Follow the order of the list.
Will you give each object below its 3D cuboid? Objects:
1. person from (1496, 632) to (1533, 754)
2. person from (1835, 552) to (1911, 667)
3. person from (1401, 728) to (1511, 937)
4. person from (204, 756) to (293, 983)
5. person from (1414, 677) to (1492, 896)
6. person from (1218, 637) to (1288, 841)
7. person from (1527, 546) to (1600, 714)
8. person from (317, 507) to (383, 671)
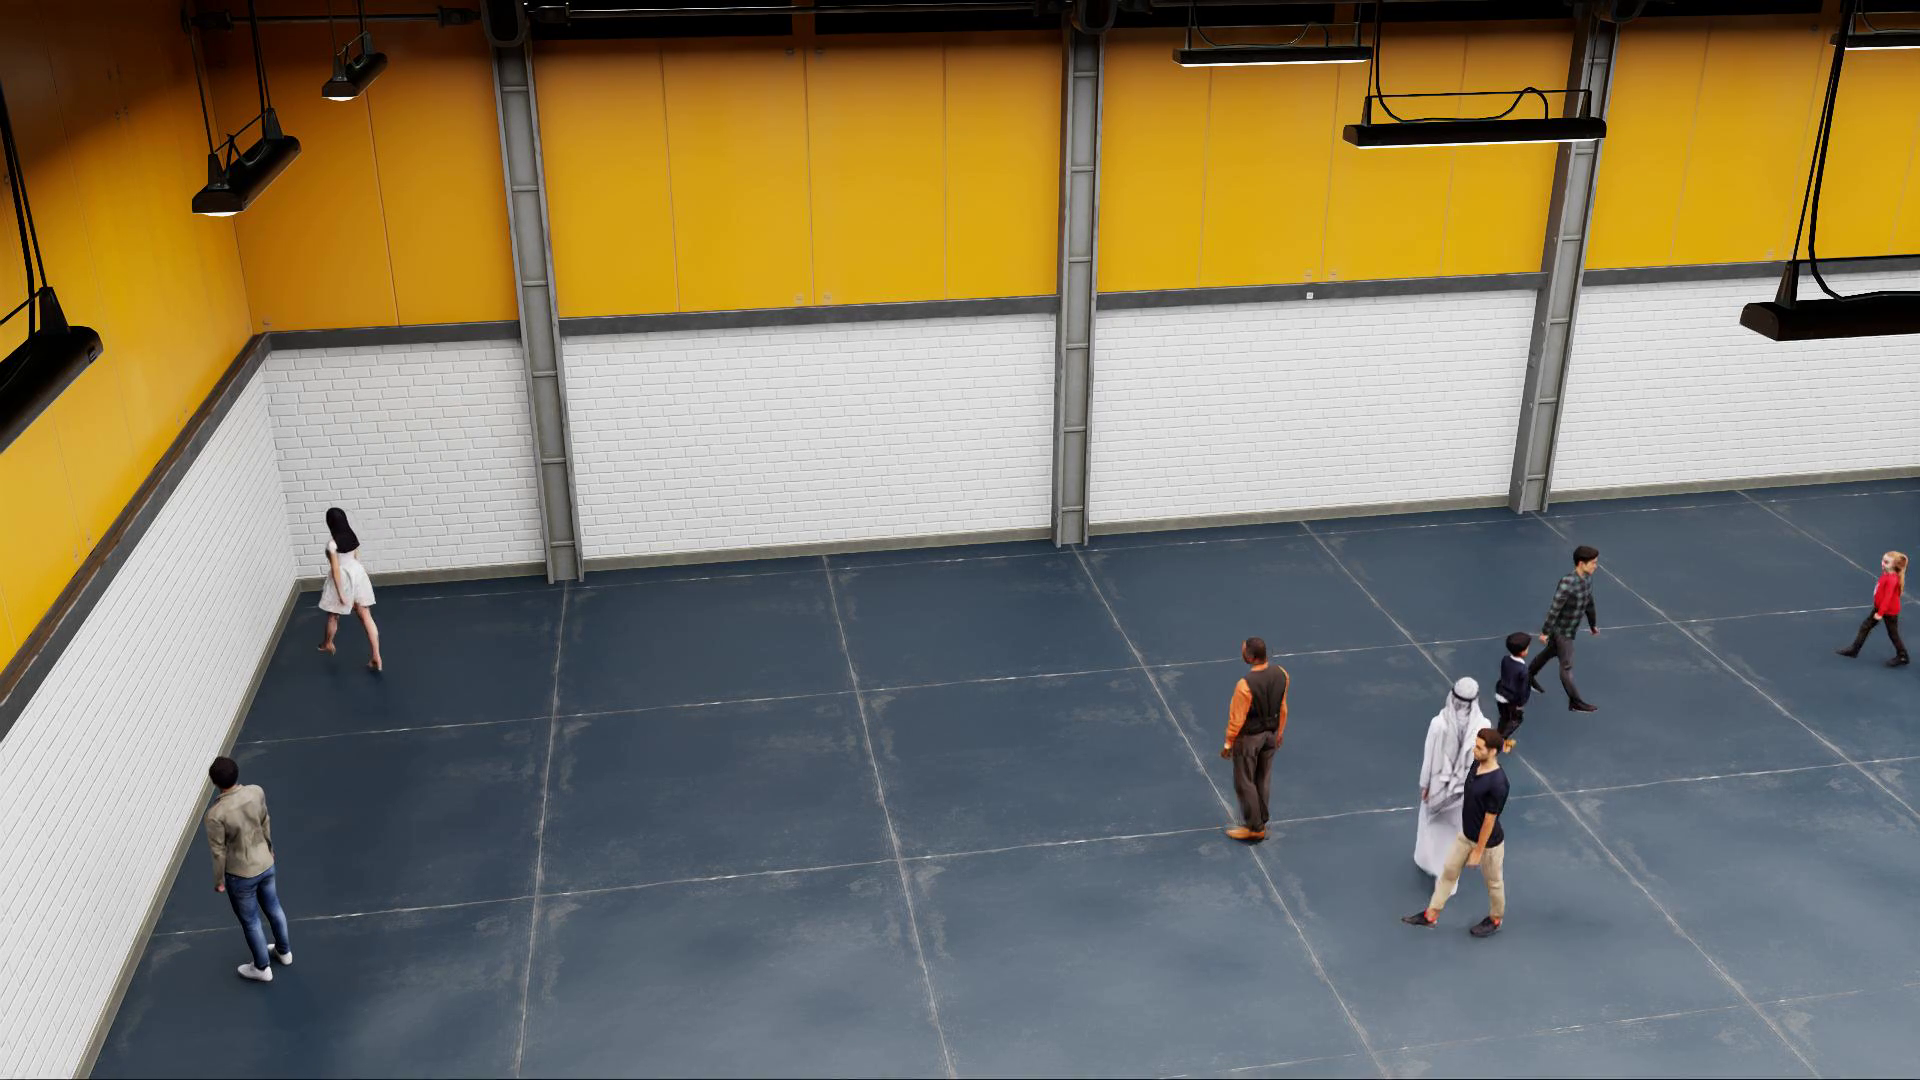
[{"bbox_3d":[5.095,1.434,15.504,0.633,1.218,0.571,-10,25,-21],"label":"person"},{"bbox_3d":[9.564,0.728,17.077,0.974,1.253,0.717,6,24,13],"label":"person"},{"bbox_3d":[4.104,2.281,12.812,1.030,1.823,0.705,-6,24,-14],"label":"person"},{"bbox_3d":[-5.302,2.441,12.391,0.805,1.867,0.786,11,26,24],"label":"person"},{"bbox_3d":[3.955,2.032,13.281,0.892,1.903,0.901,5,24,11],"label":"person"},{"bbox_3d":[2.521,1.689,14.071,0.703,1.900,0.884,-11,26,-23],"label":"person"},{"bbox_3d":[5.760,0.800,16.059,1.154,1.678,1.159,19,30,37],"label":"person"},{"bbox_3d":[-6.151,0.525,16.935,1.176,1.738,1.060,12,26,26],"label":"person"}]
